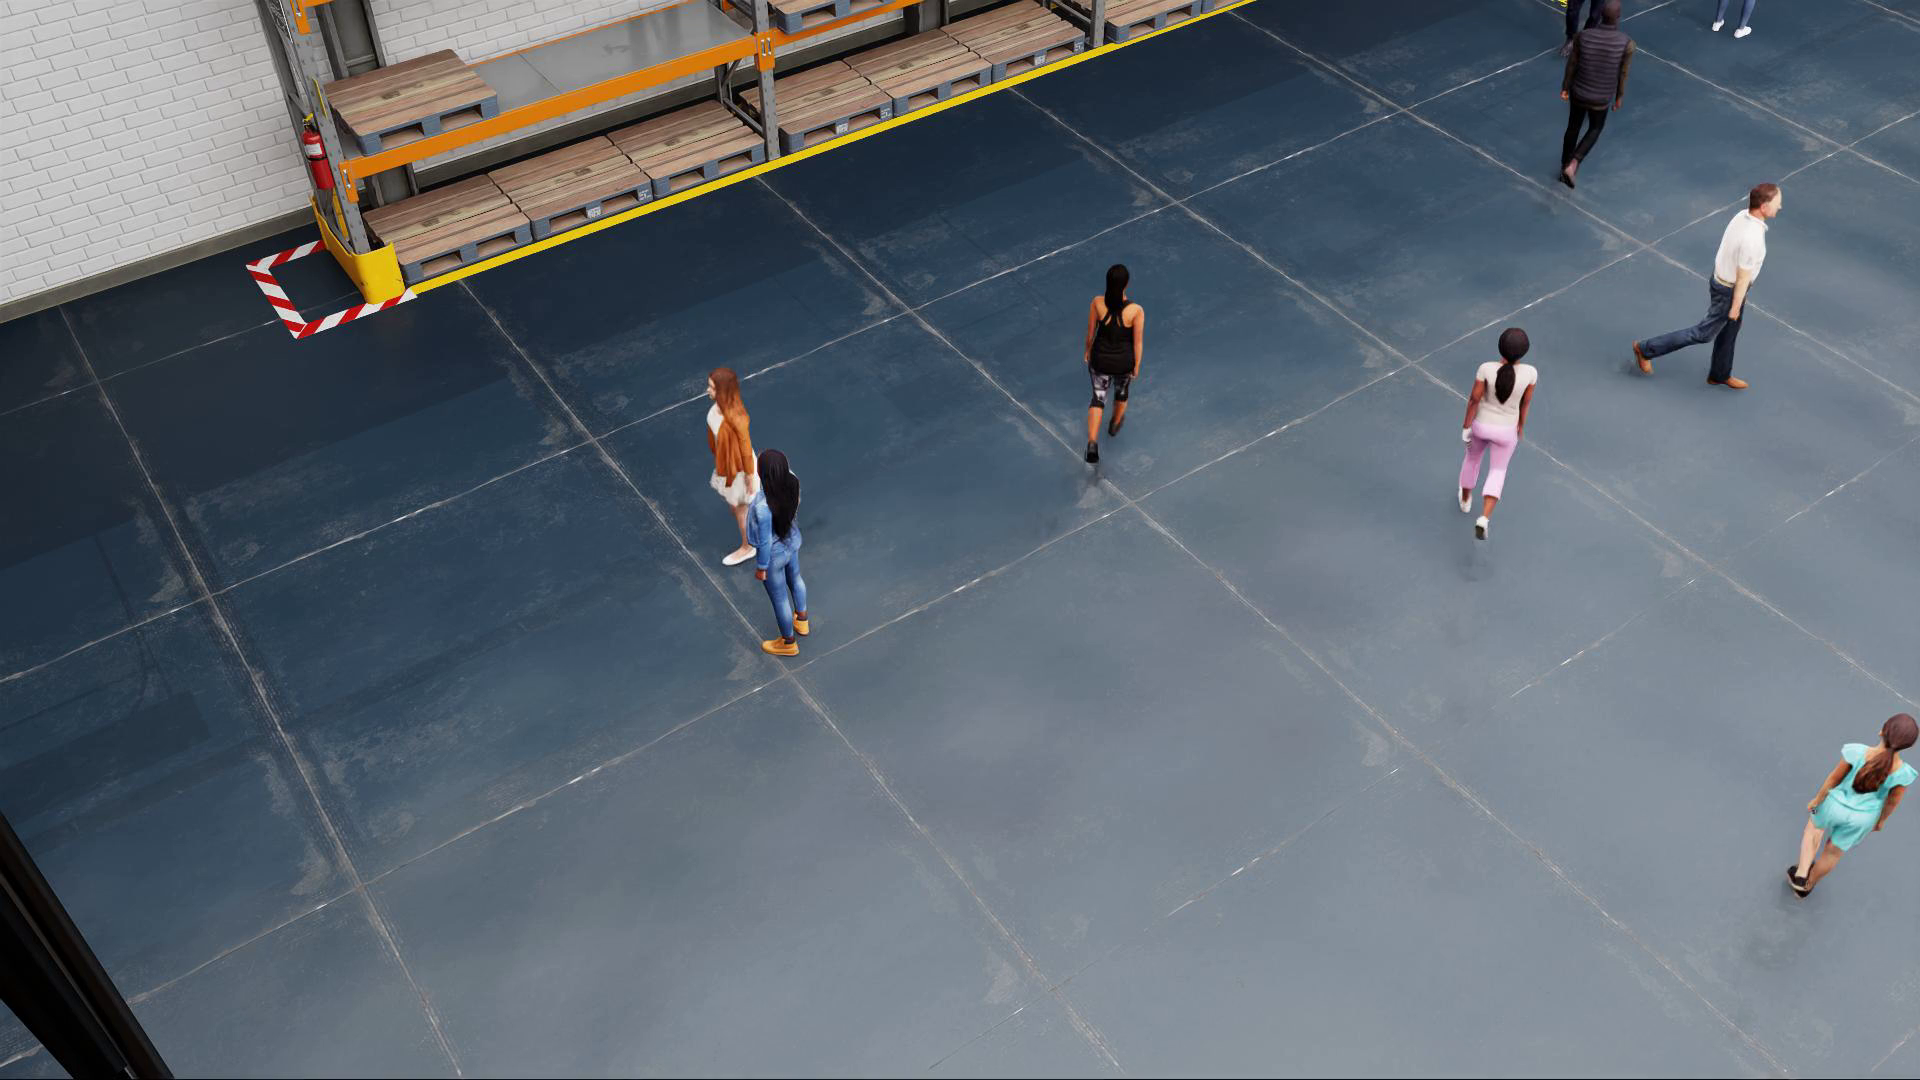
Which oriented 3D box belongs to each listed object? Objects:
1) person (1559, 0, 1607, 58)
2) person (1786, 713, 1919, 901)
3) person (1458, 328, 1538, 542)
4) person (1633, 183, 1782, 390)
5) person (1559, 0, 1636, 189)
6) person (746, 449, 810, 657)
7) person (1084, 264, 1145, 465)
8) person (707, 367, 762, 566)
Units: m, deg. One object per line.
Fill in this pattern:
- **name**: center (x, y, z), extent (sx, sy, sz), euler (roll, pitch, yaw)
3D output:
- **person**: center (6.545, -5.816, 17.018), extent (0.789, 1.833, 0.781), euler (22, 48, 22)
- **person**: center (5.050, 1.570, 9.467), extent (0.643, 1.554, 0.675), euler (24, 49, 23)
- **person**: center (3.774, -0.726, 11.755), extent (0.928, 1.722, 1.042), euler (11, 45, 11)
- **person**: center (5.895, -1.973, 12.989), extent (1.186, 1.826, 1.215), euler (13, 45, 13)
- **person**: center (5.722, -4.016, 15.135), extent (0.914, 1.823, 1.024), euler (22, 48, 22)
- **person**: center (-1.180, 0.073, 10.924), extent (0.737, 1.713, 0.631), euler (15, 46, 16)
- **person**: center (1.114, -1.310, 12.426), extent (0.973, 1.643, 1.093), euler (12, 45, 13)
- **person**: center (-1.474, -0.549, 11.578), extent (0.868, 1.710, 0.712), euler (-16, 46, -16)
